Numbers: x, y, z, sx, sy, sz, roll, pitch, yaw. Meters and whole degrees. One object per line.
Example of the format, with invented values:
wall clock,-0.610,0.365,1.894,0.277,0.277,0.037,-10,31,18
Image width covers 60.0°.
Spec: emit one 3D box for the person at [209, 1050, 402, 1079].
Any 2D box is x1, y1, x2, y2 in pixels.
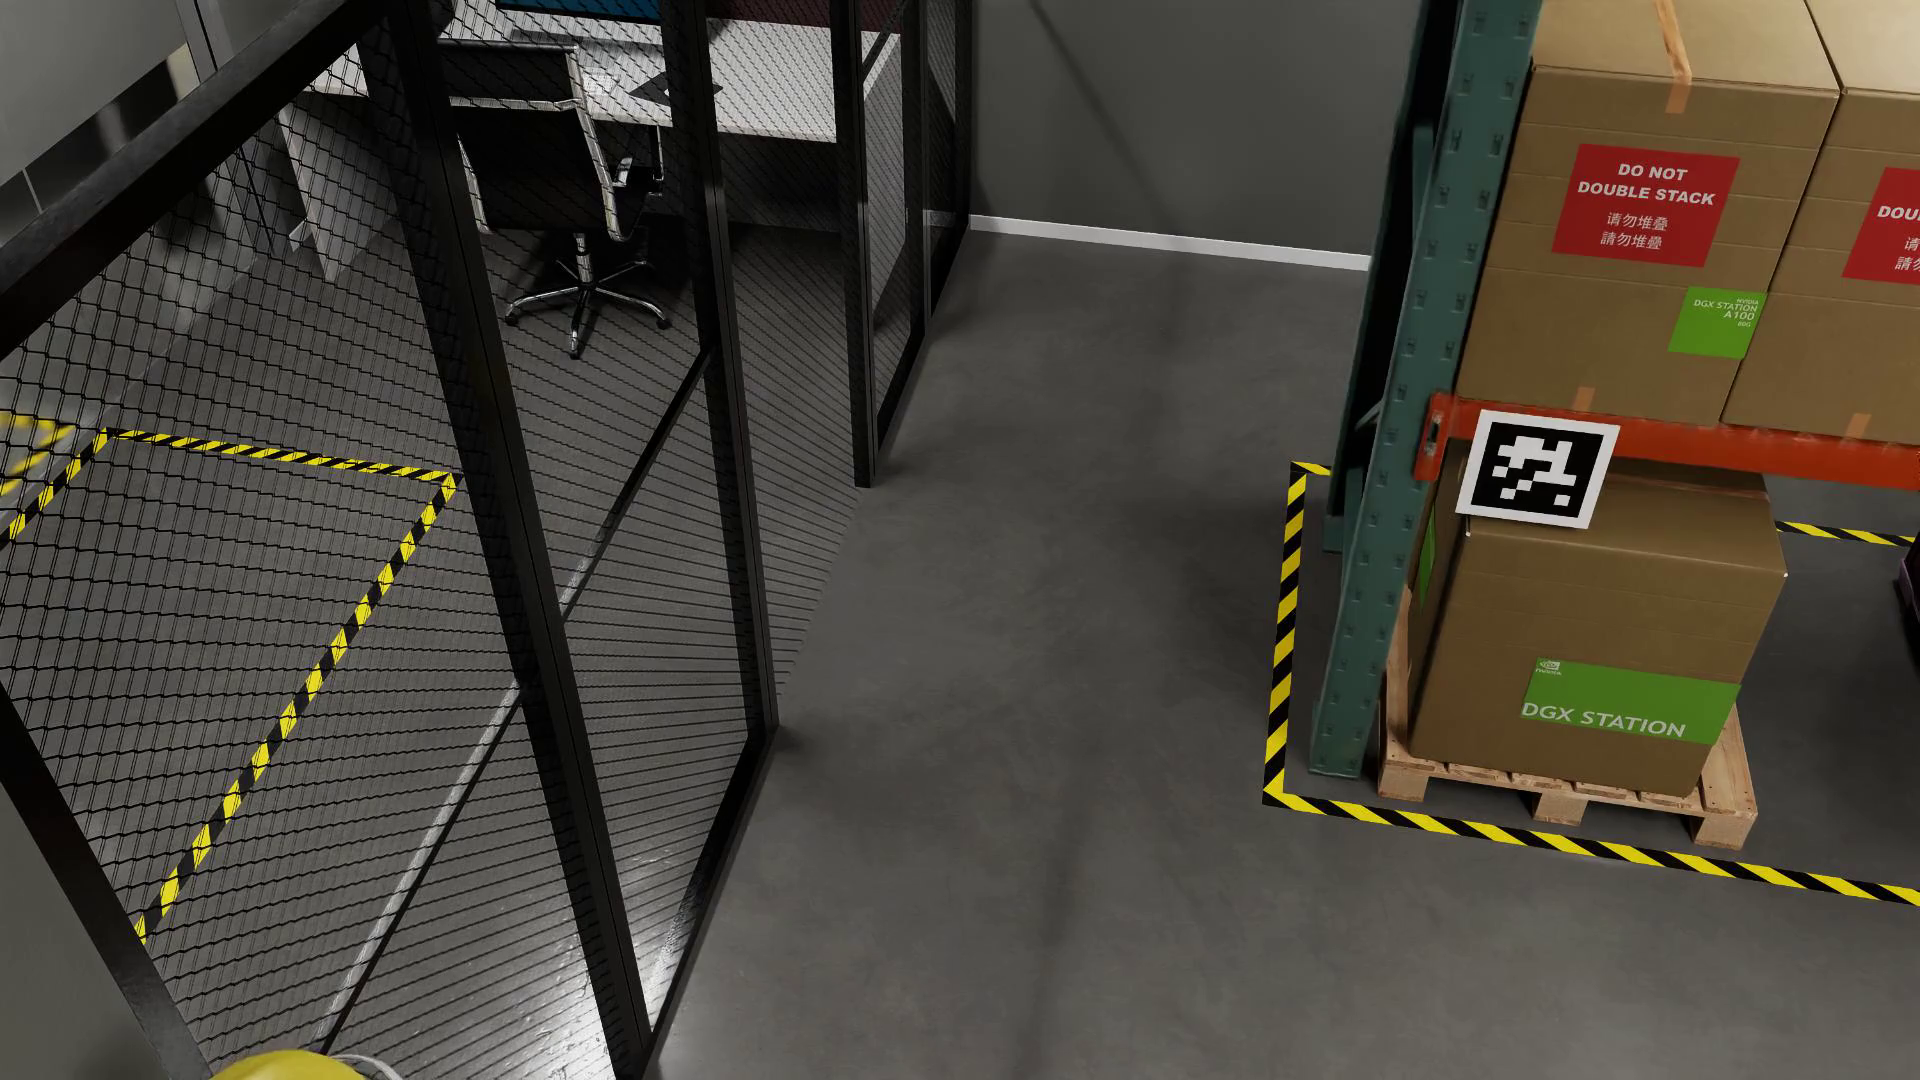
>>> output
person,-0.681,1.223,2.168,0.600,1.831,0.404,12,42,14
